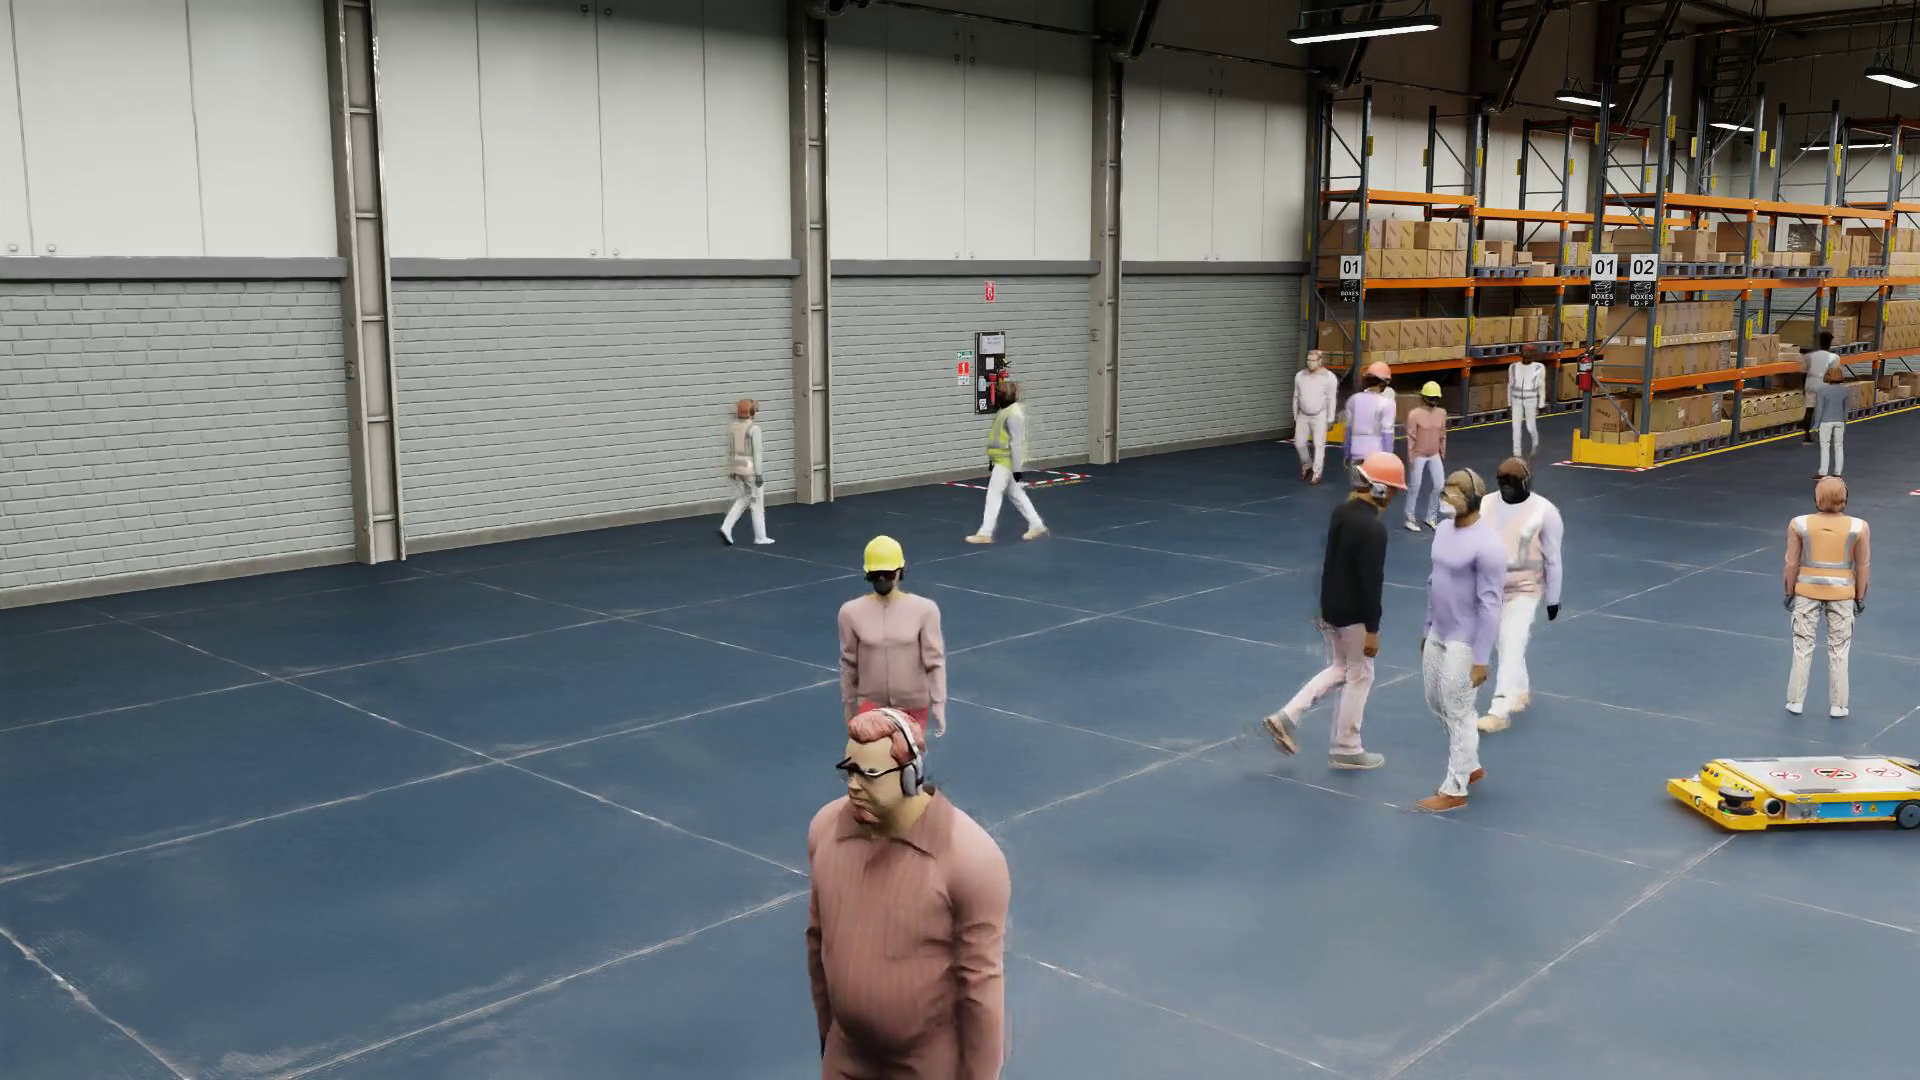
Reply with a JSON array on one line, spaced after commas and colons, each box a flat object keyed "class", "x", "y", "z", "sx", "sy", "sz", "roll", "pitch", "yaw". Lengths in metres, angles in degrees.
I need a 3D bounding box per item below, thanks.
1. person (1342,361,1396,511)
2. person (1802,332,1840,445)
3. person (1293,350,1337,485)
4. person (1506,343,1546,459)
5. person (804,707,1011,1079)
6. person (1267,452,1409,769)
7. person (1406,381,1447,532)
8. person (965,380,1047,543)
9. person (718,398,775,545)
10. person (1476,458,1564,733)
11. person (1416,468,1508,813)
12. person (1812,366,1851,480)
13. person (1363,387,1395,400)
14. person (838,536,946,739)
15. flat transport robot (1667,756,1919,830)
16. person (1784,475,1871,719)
[{"class": "person", "x": 4.405, "y": -0.927, "z": 18.076, "sx": 0.690, "sy": 2.020, "sz": 0.645, "roll": -9, "pitch": 13, "yaw": -44}, {"class": "person", "x": 14.790, "y": -2.604, "z": 28.594, "sx": 0.620, "sy": 1.909, "sz": 0.983, "roll": 8, "pitch": 12, "yaw": 42}, {"class": "person", "x": 4.936, "y": -1.713, "z": 23.259, "sx": 0.663, "sy": 1.892, "sz": 0.411, "roll": 6, "pitch": 11, "yaw": 32}, {"class": "person", "x": 8.861, "y": -2.153, "z": 26.020, "sx": 0.584, "sy": 1.869, "sz": 0.652, "roll": 6, "pitch": 11, "yaw": 34}, {"class": "person", "x": -0.128, "y": 1.357, "z": 4.555, "sx": 0.658, "sy": 1.893, "sz": 0.542, "roll": 6, "pitch": 11, "yaw": 33}, {"class": "person", "x": 2.285, "y": 0.444, "z": 9.921, "sx": 0.697, "sy": 1.951, "sz": 0.669, "roll": -1, "pitch": 9, "yaw": -9}, {"class": "person", "x": 5.347, "y": -0.948, "z": 19.027, "sx": 0.594, "sy": 1.739, "sz": 0.552, "roll": -3, "pitch": 10, "yaw": -19}, {"class": "person", "x": 0.534, "y": -0.865, "z": 18.350, "sx": 0.900, "sy": 1.810, "sz": 0.628, "roll": 0, "pitch": 9, "yaw": -2}, {"class": "person", "x": -2.339, "y": -0.731, "z": 18.073, "sx": 0.611, "sy": 1.622, "sz": 0.534, "roll": -8, "pitch": 12, "yaw": -41}, {"class": "person", "x": 3.681, "y": 0.339, "z": 11.114, "sx": 0.919, "sy": 1.797, "sz": 0.626, "roll": -8, "pitch": 12, "yaw": -40}, {"class": "person", "x": 2.792, "y": 0.557, "z": 9.306, "sx": 0.448, "sy": 1.942, "sz": 0.636, "roll": -2, "pitch": 9, "yaw": -11}, {"class": "person", "x": 12.394, "y": -1.654, "z": 23.671, "sx": 0.498, "sy": 1.634, "sz": 0.284, "roll": -1, "pitch": 9, "yaw": -4}, {"class": "person", "x": 5.987, "y": -1.659, "z": 23.787, "sx": 0.498, "sy": 1.602, "sz": 0.809, "roll": 6, "pitch": 11, "yaw": 32}, {"class": "person", "x": -0.340, "y": 0.824, "z": 8.304, "sx": 0.536, "sy": 1.718, "sz": 0.902, "roll": 0, "pitch": 9, "yaw": 0}, {"class": "flat transport robot", "x": 4.781, "y": 1.393, "z": 9.241, "sx": 1.431, "sy": 0.197, "sz": 0.652, "roll": -1, "pitch": 9, "yaw": -5}, {"class": "person", "x": 5.828, "y": 0.394, "z": 11.211, "sx": 0.521, "sy": 1.650, "sz": 0.318, "roll": 5, "pitch": 10, "yaw": 27}]
